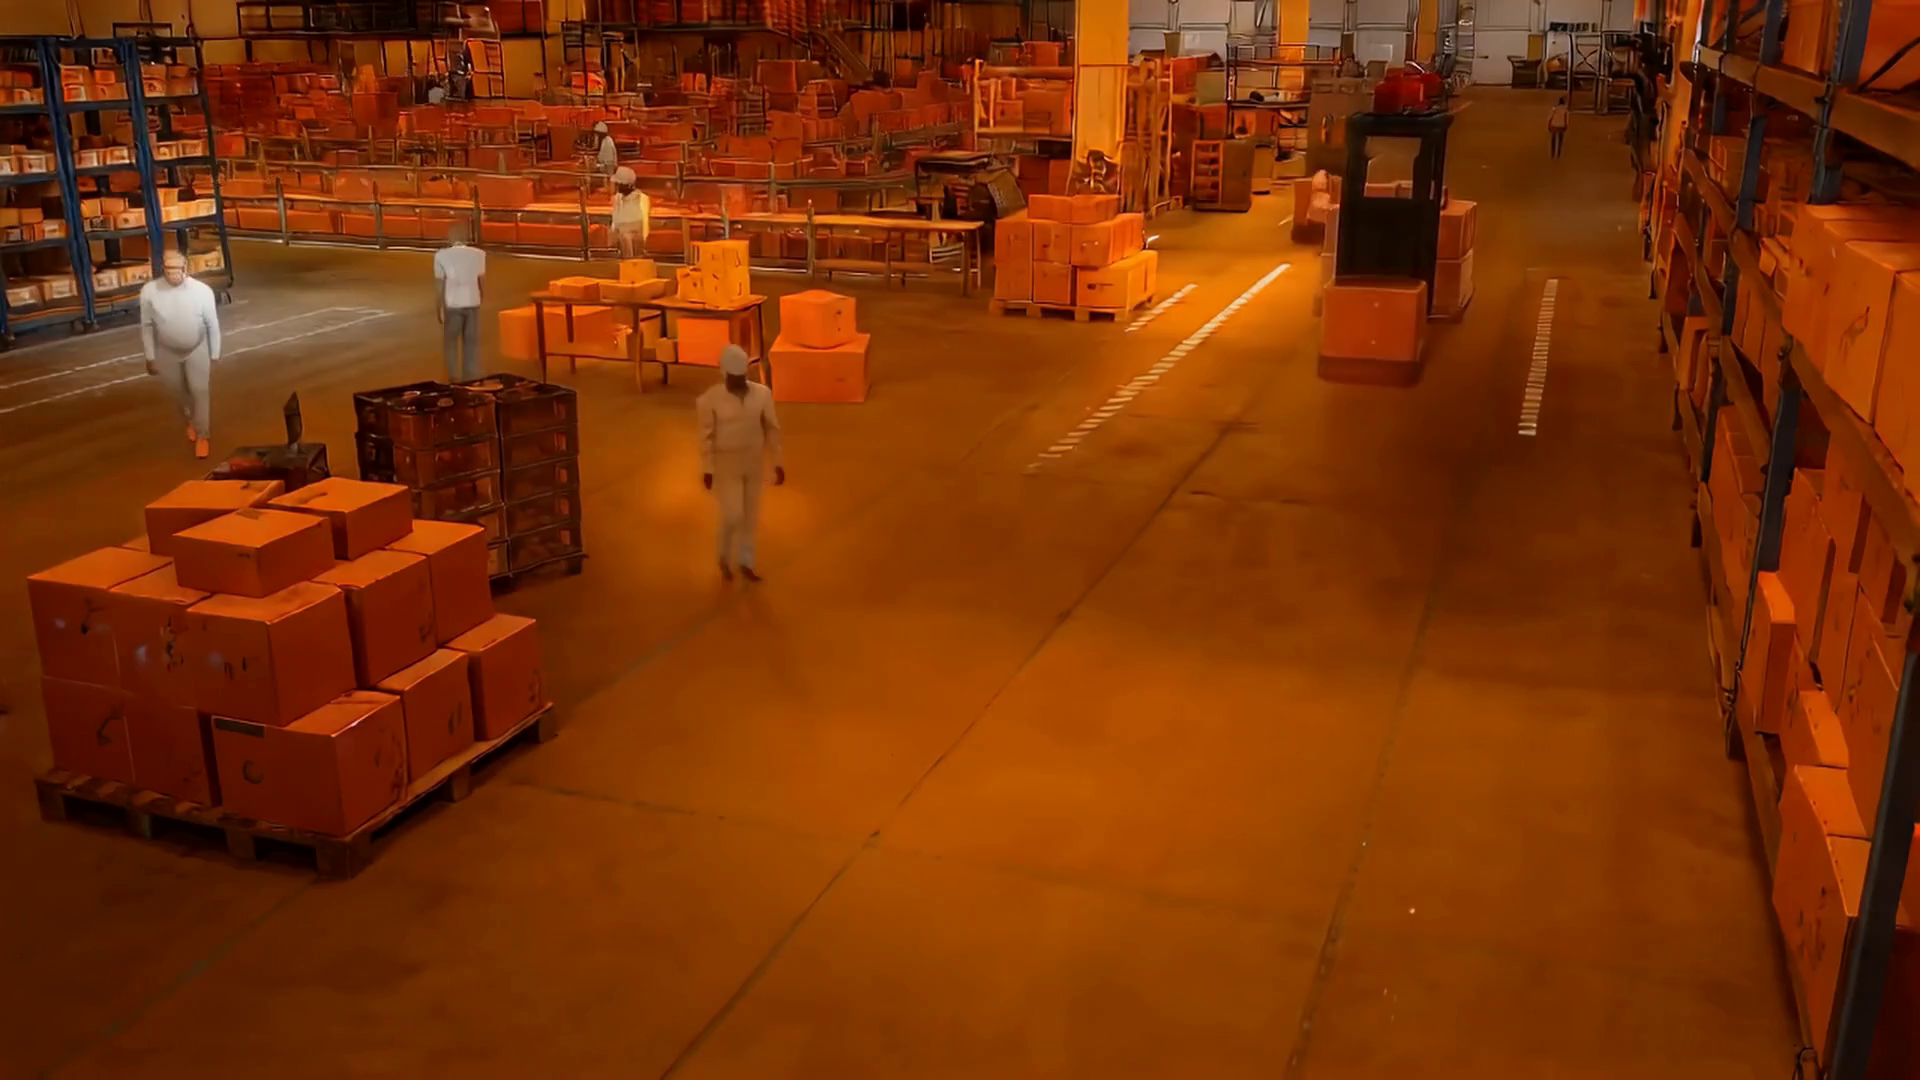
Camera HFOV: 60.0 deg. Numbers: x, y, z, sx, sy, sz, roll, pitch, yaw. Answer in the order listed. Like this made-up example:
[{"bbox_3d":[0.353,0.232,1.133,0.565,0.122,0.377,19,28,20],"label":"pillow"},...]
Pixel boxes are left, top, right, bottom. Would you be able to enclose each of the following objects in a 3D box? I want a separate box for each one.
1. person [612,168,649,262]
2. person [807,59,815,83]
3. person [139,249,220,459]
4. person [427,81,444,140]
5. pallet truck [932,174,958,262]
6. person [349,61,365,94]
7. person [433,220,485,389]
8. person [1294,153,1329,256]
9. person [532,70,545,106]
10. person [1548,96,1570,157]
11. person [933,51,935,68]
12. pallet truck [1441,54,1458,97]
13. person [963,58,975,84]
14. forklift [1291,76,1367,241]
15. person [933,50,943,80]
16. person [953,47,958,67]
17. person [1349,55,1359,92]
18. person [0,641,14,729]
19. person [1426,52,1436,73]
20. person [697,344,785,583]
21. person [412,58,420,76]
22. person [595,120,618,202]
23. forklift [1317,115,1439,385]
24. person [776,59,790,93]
[{"bbox_3d":[-4.641,-4.299,23.368,0.600,1.827,0.403,9,20,27],"label":"person"},{"bbox_3d":[-6.386,-19.726,71.666,0.359,1.939,0.543,4,18,13],"label":"person"},{"bbox_3d":[-7.119,-1.738,15.252,0.641,1.878,0.836,-5,18,-16],"label":"person"},{"bbox_3d":[-16.492,-13.518,52.372,0.506,1.807,0.994,-10,20,-28],"label":"person"},{"bbox_3d":[-0.507,-5.292,27.348,0.653,1.274,1.630,6,19,19],"label":"pallet truck"},{"bbox_3d":[-25.659,-19.442,70.864,0.573,1.883,0.354,-5,18,-14],"label":"person"},{"bbox_3d":[-5.281,-2.467,17.639,0.567,1.810,0.516,-9,20,-26],"label":"person"},{"bbox_3d":[5.847,-5.556,27.583,0.715,1.671,0.540,6,18,17],"label":"person"},{"bbox_3d":[-16.285,-17.264,64.276,0.884,1.724,0.532,11,21,32],"label":"person"},{"bbox_3d":[16.717,-11.560,46.467,0.539,1.650,0.874,7,19,20],"label":"person"},{"bbox_3d":[-1.432,-27.181,95.393,0.425,1.750,0.540,-6,19,-18],"label":"person"},{"bbox_3d":[22.765,-21.886,78.355,0.823,1.965,1.885,-4,18,-14],"label":"pallet truck"},{"bbox_3d":[0.455,-20.676,74.704,0.674,1.923,0.571,-1,18,-3],"label":"person"},{"bbox_3d":[6.598,-6.755,29.381,1.129,2.768,1.873,6,19,19],"label":"forklift"},{"bbox_3d":[-1.202,-26.918,94.474,0.863,1.806,0.656,-4,18,-13],"label":"person"},{"bbox_3d":[-0.163,-26.359,92.417,0.614,1.994,0.381,10,20,28],"label":"person"},{"bbox_3d":[19.629,-23.230,82.859,0.638,1.832,0.459,-16,24,-42],"label":"person"},{"bbox_3d":[-5.621,0.233,9.268,0.320,1.742,0.492,-3,18,-9],"label":"person"},{"bbox_3d":[23.013,-22.946,81.728,0.605,1.972,0.640,12,21,33],"label":"person"},{"bbox_3d":[-1.532,-0.529,11.679,0.570,1.731,0.397,-12,21,-33],"label":"person"},{"bbox_3d":[-24.866,-21.035,75.880,0.952,1.886,0.599,5,18,14],"label":"person"},{"bbox_3d":[-6.676,-6.964,31.548,0.397,1.949,0.603,-4,18,-14],"label":"person"},{"bbox_3d":[4.692,-3.262,18.406,1.129,2.768,1.873,6,19,19],"label":"forklift"},{"bbox_3d":[-7.388,-19.154,69.703,0.781,2.000,0.691,12,21,34],"label":"person"}]
